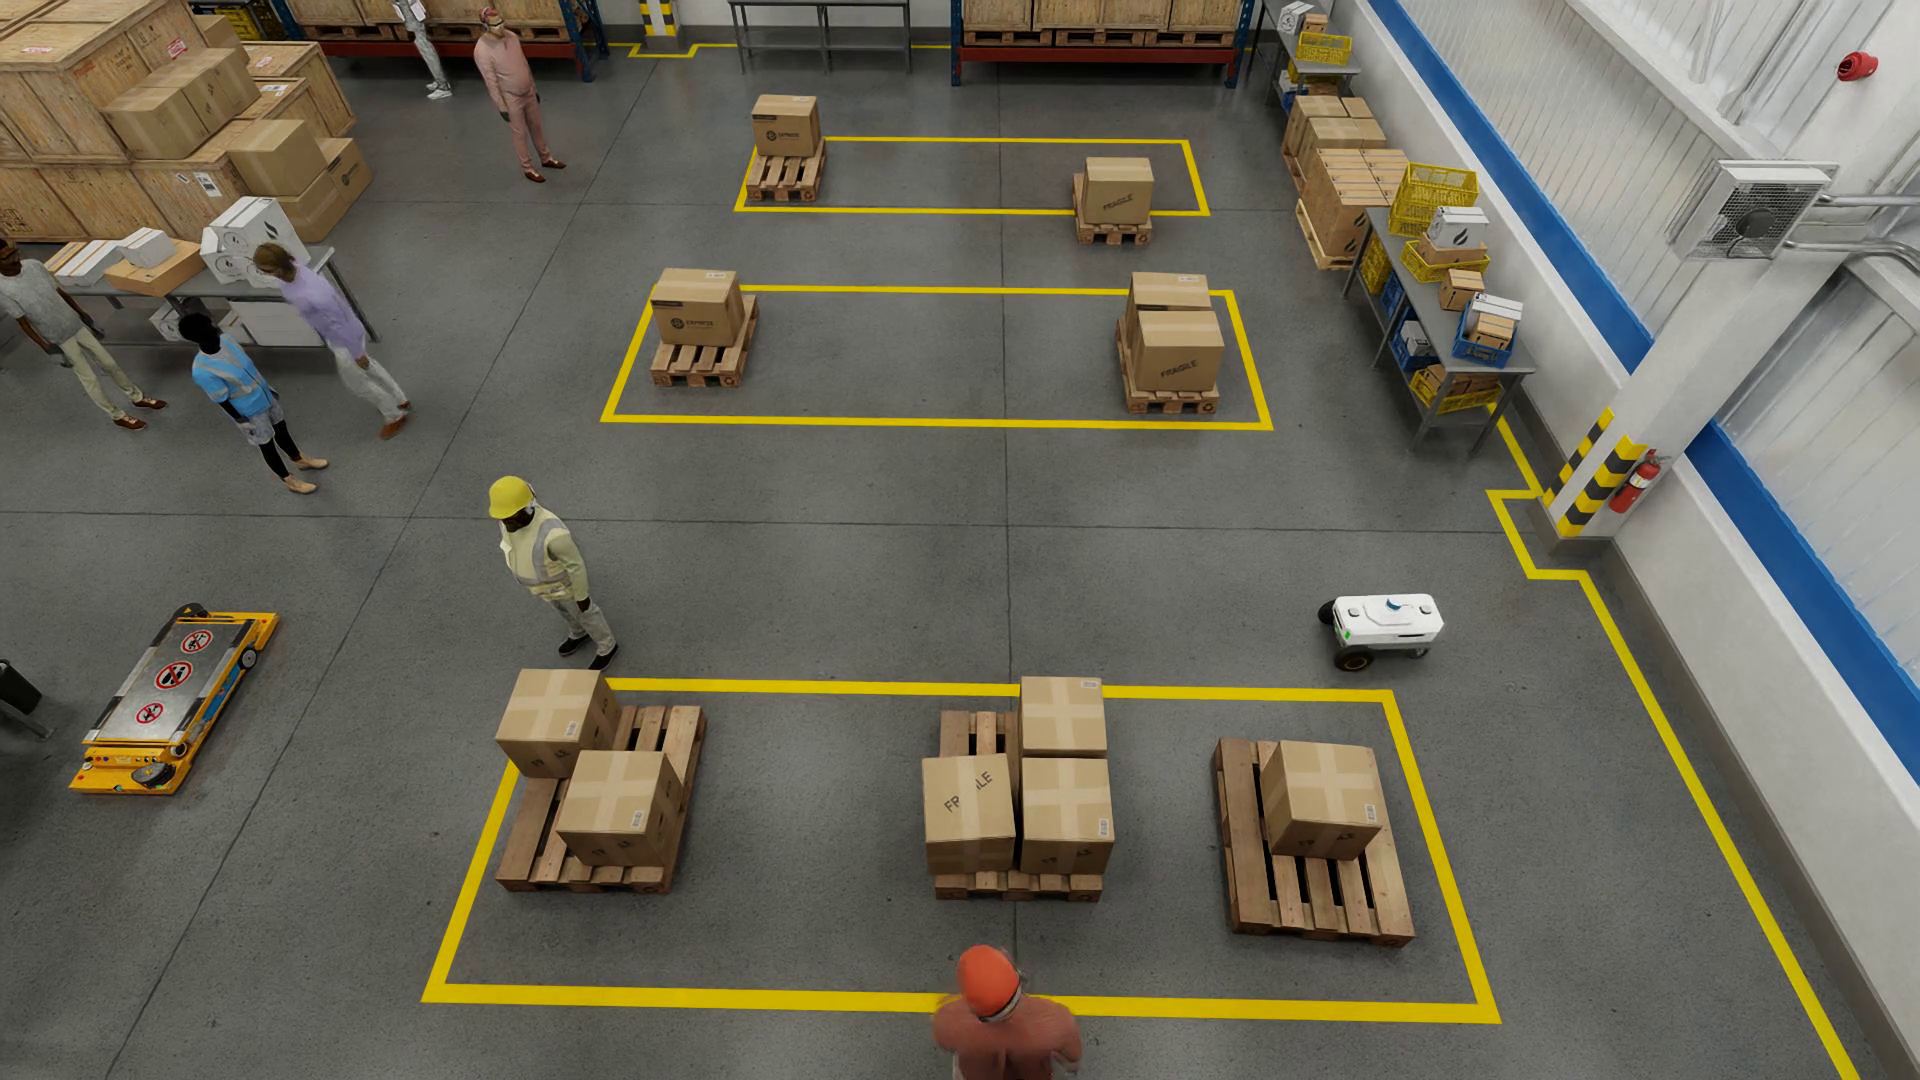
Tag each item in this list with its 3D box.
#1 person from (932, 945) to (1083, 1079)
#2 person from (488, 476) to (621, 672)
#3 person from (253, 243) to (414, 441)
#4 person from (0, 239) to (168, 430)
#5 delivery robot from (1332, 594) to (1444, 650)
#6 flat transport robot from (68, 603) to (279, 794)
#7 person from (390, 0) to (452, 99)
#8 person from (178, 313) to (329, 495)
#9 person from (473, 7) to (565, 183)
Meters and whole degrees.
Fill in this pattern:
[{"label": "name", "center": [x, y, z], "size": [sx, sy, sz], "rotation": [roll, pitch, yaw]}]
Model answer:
[{"label": "person", "center": [0.216, 2.378, 4.246], "size": [0.691, 1.957, 0.462], "rotation": [3, 50, 2]}, {"label": "person", "center": [-2.723, 0.248, 6.121], "size": [0.600, 1.834, 0.404], "rotation": [26, 55, 21]}, {"label": "person", "center": [-5.211, -1.684, 7.712], "size": [0.649, 1.913, 0.501], "rotation": [32, 57, 24]}, {"label": "person", "center": [-7.581, -1.743, 7.792], "size": [0.316, 1.861, 0.514], "rotation": [5, 50, 4]}, {"label": "delivery robot", "center": [3.069, 0.575, 6.613], "size": [0.707, 0.478, 0.477], "rotation": [-1, 50, -2]}, {"label": "flat transport robot", "center": [-5.504, 1.072, 6.442], "size": [0.652, 0.197, 1.431], "rotation": [1, 50, 1]}, {"label": "person", "center": [-7.240, -6.882, 12.100], "size": [0.392, 1.922, 0.592], "rotation": [-16, 52, -13]}, {"label": "person", "center": [-5.662, -1.089, 7.341], "size": [0.317, 1.697, 0.540], "rotation": [-4, 50, -3]}, {"label": "person", "center": [-5.138, -5.146, 10.646], "size": [0.401, 1.900, 0.639], "rotation": [19, 52, 16]}]
